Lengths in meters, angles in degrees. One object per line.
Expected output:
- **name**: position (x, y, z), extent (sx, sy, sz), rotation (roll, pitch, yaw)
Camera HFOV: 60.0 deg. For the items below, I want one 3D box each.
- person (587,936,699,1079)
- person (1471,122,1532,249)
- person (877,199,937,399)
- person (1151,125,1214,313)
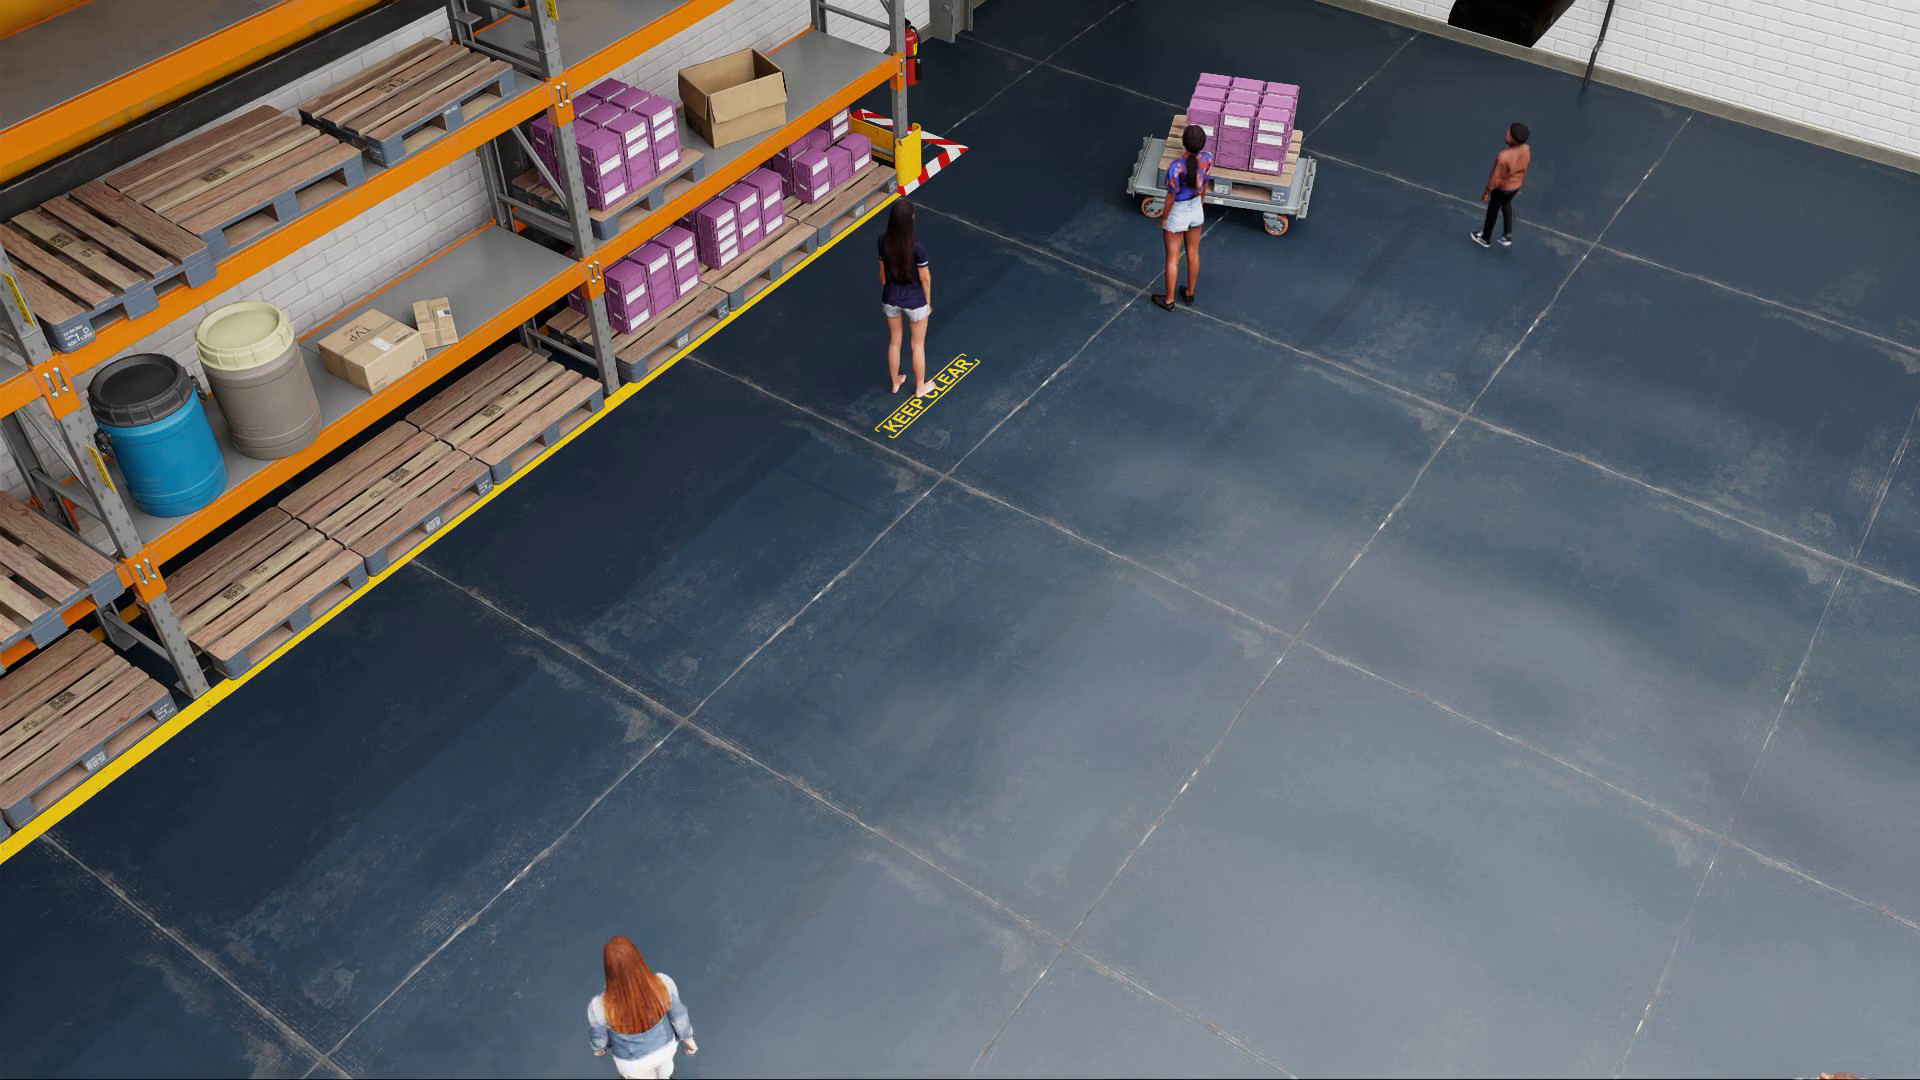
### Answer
- **person**: position (-1.556, 2.622, 8.362), extent (0.887, 1.675, 0.899), rotation (-19, 47, -19)
- **person**: position (4.850, -3.106, 14.683), extent (0.663, 1.249, 0.725), rotation (-20, 47, -20)
- **person**: position (-0.433, -1.871, 13.013), extent (0.619, 1.766, 0.590), rotation (17, 46, 17)
- **person**: position (1.877, -2.700, 13.899), extent (0.604, 1.743, 0.725), rotation (-20, 47, -20)
